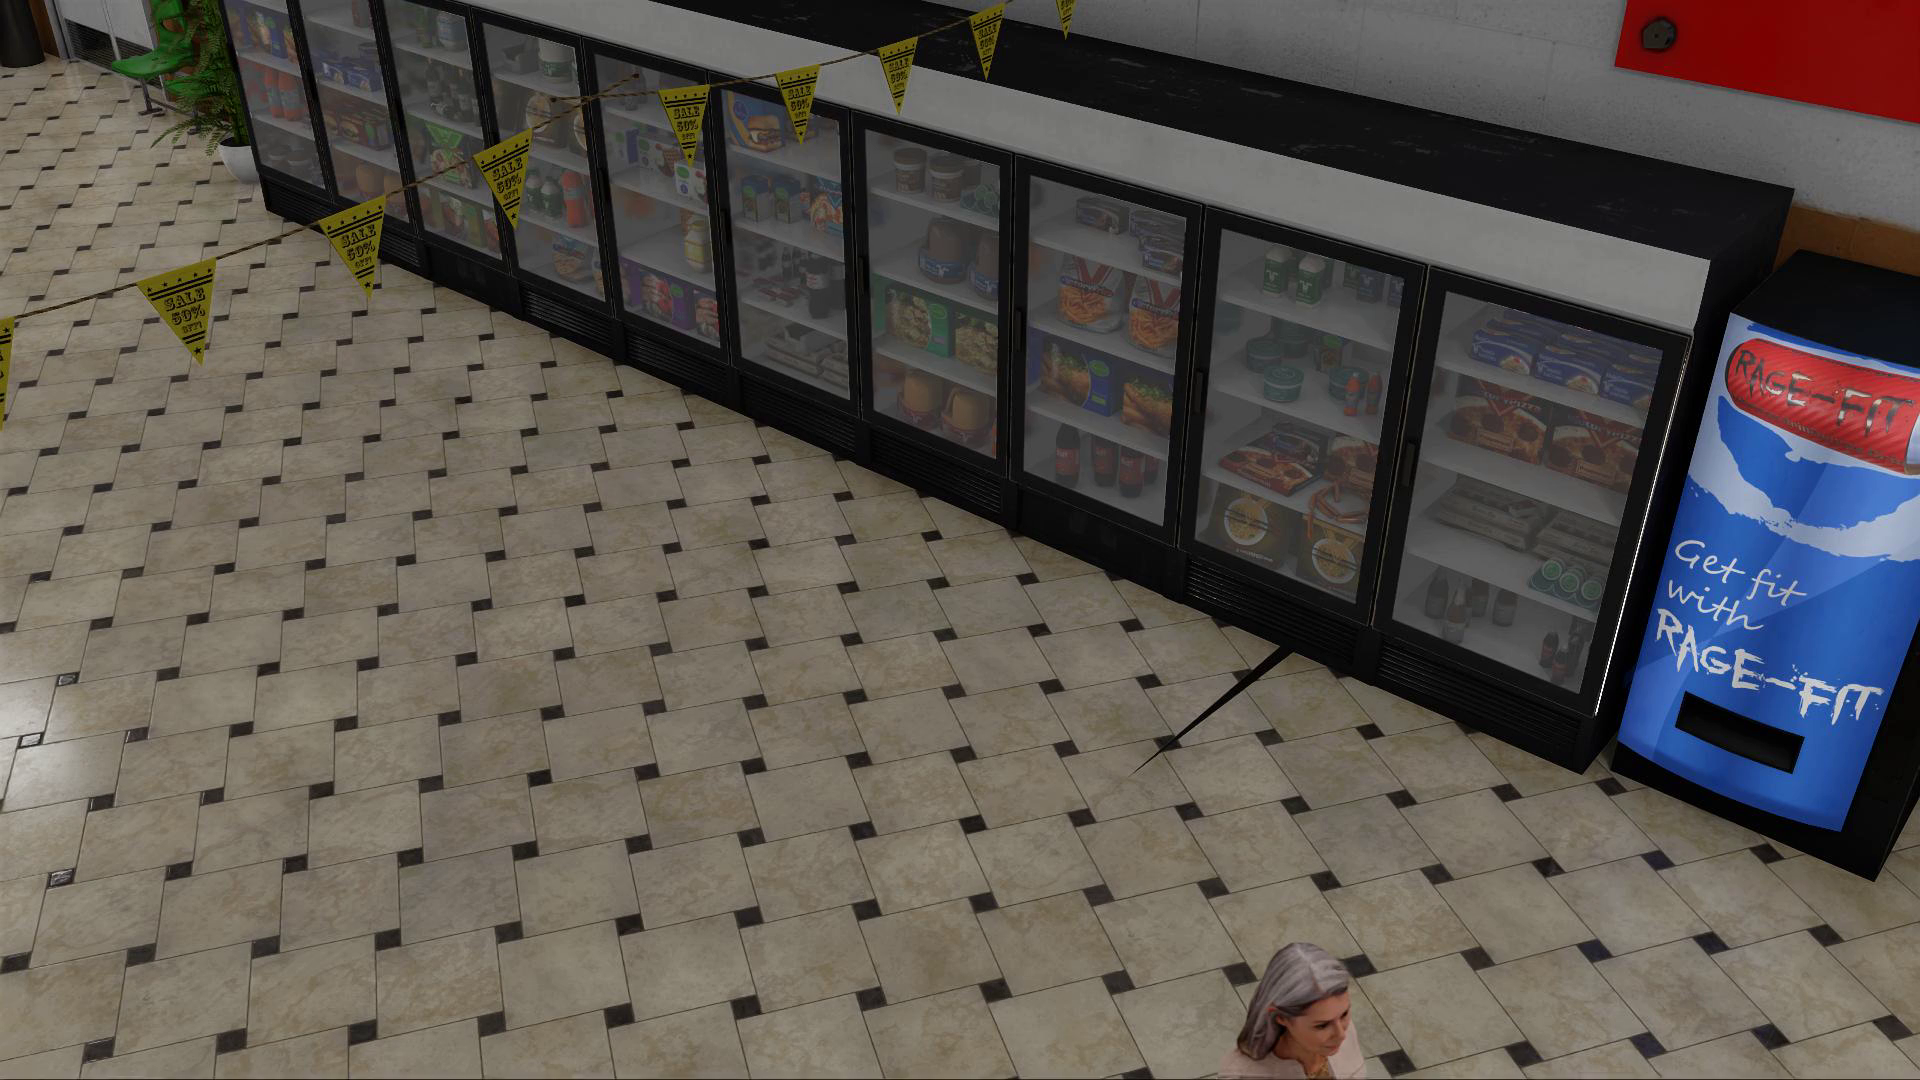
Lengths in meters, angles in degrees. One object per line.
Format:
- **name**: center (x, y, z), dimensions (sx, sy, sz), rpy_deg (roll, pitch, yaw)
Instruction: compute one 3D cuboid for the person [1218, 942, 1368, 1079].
- **person**: center (0.781, 1.672, 4.187), dimensions (0.533, 1.735, 0.689), rpy_deg (-25, 40, -34)
